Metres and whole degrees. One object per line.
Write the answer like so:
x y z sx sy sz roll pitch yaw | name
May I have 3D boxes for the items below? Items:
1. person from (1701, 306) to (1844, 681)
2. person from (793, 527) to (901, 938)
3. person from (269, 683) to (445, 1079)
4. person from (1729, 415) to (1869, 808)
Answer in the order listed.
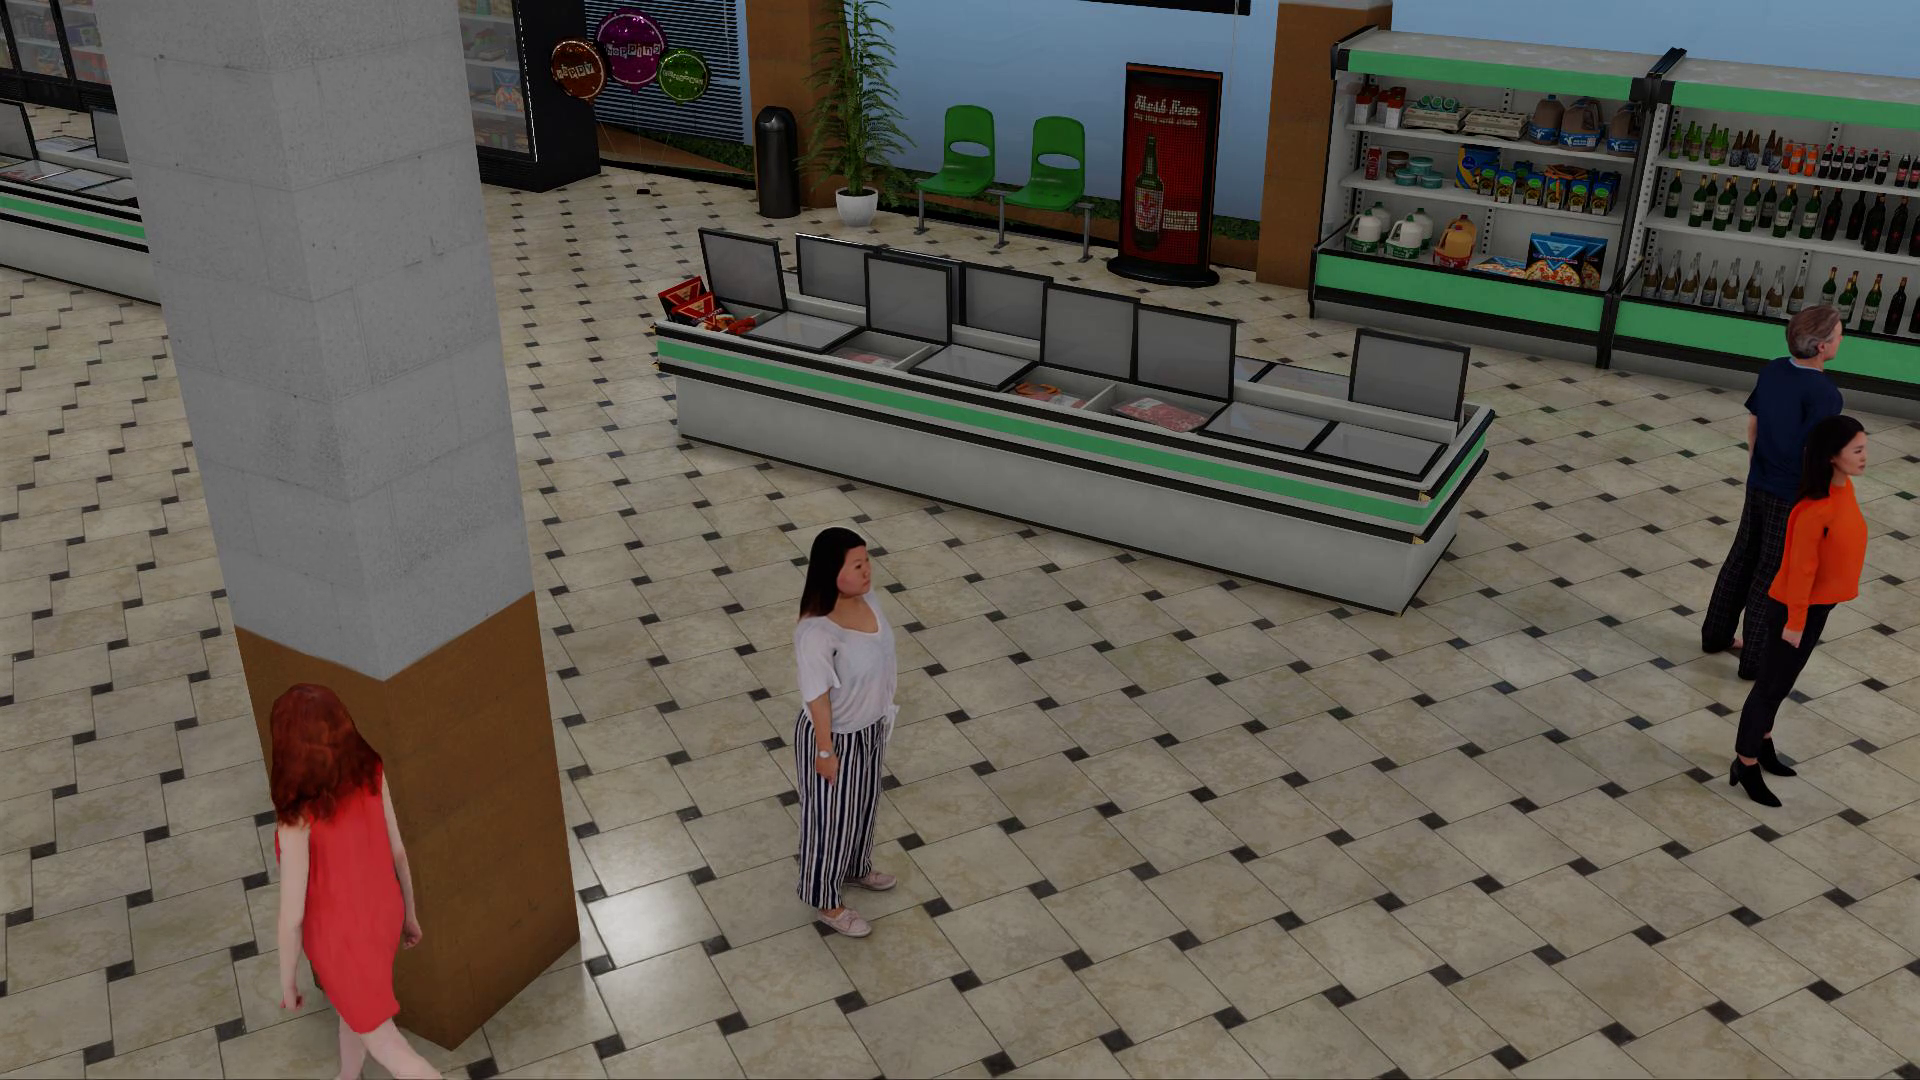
3.909 -0.222 7.929 0.779 1.872 0.729 -6 27 -11 | person
-0.446 0.703 6.318 0.674 1.680 0.722 9 28 17 | person
-1.761 1.270 5.079 1.171 1.789 0.747 9 28 17 | person
3.563 0.287 7.062 0.597 1.748 0.650 20 33 34 | person
